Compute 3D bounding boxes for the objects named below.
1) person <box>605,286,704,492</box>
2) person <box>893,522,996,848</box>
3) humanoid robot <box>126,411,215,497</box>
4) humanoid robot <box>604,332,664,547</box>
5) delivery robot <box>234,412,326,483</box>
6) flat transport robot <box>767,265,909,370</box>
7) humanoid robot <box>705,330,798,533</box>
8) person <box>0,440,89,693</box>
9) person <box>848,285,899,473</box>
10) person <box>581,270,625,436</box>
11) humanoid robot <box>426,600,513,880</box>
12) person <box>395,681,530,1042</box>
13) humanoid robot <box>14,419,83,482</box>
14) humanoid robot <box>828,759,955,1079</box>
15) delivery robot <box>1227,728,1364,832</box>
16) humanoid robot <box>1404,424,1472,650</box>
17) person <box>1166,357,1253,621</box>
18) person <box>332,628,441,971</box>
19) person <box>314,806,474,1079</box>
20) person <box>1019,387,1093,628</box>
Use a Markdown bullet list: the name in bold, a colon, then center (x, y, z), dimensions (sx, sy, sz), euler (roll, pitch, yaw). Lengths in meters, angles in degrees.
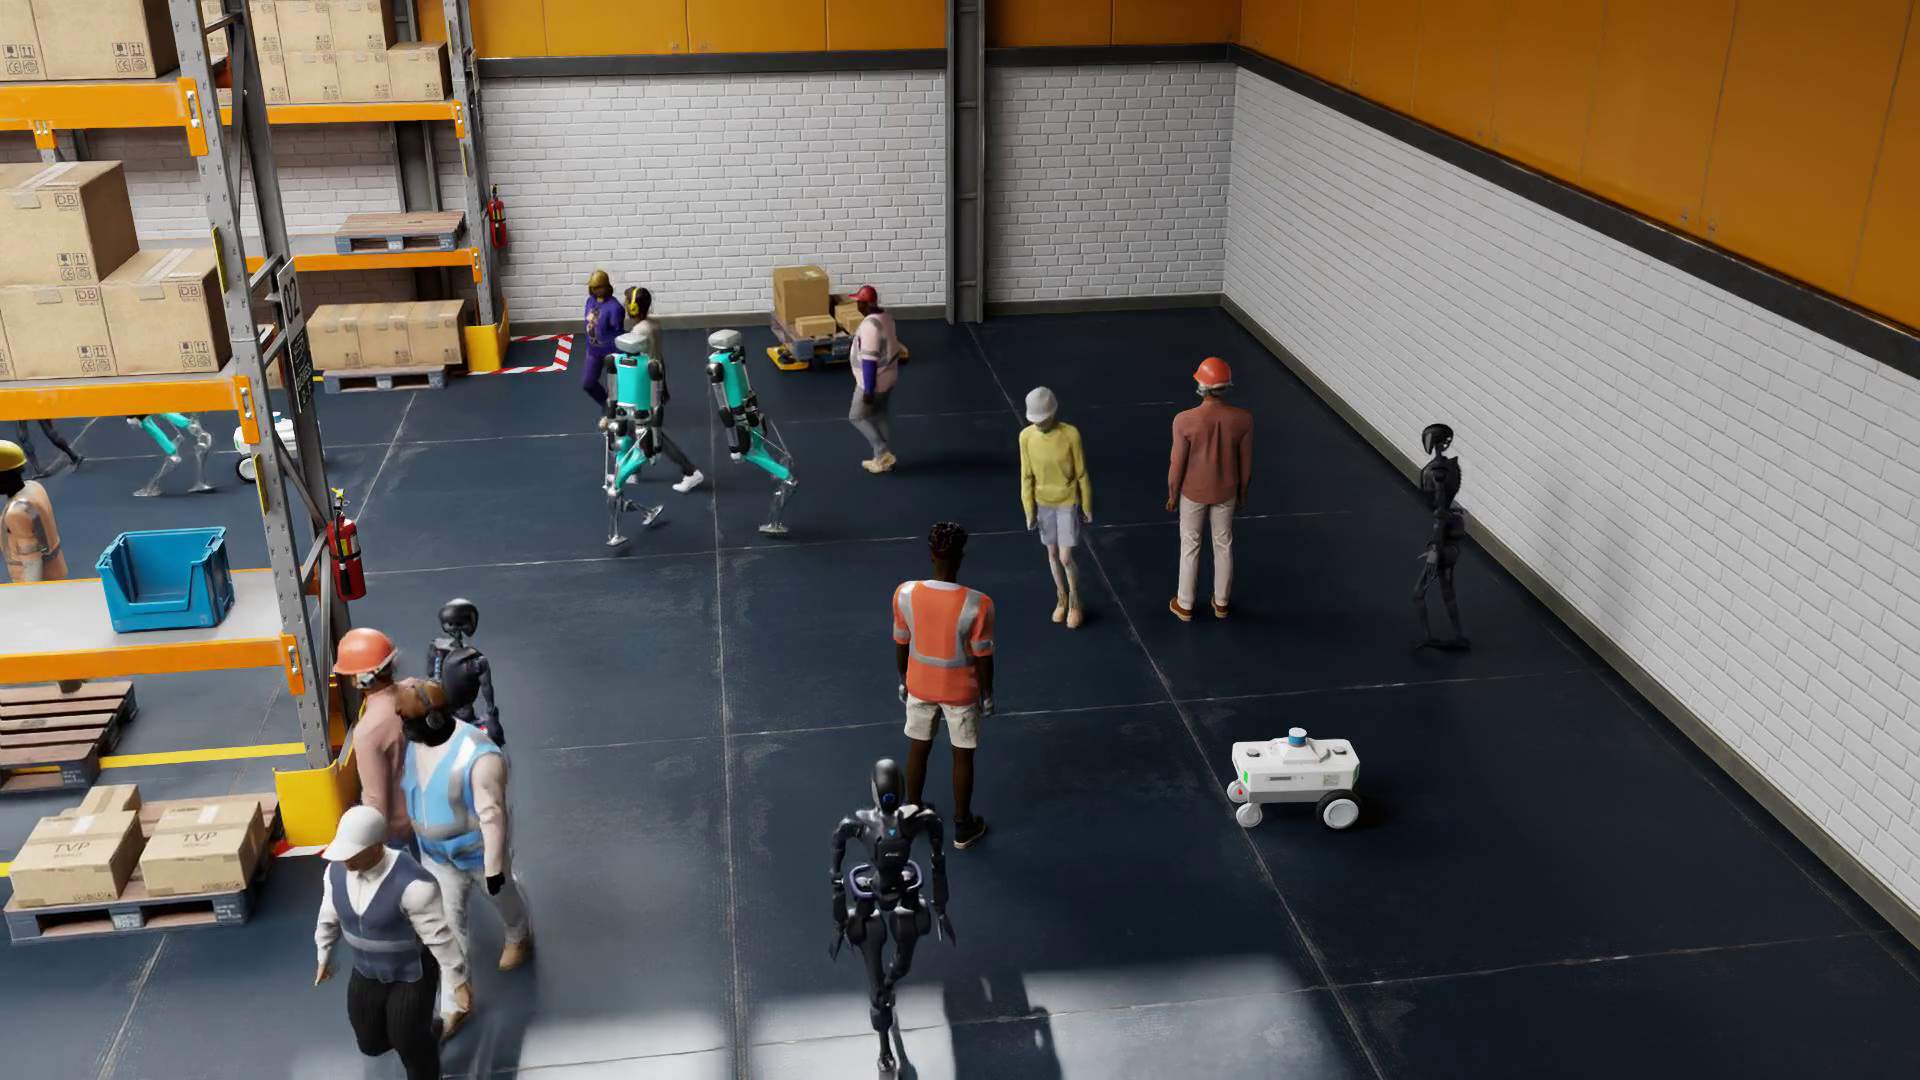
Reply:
- **person**: center (-2.695, -1.299, 14.416), dimensions (0.914, 1.831, 0.510), euler (3, 24, 7)
- **person**: center (-0.084, 0.819, 9.440), dimensions (0.601, 1.955, 0.382), euler (9, 25, 20)
- **humanoid robot**: center (-6.794, -1.160, 14.248), dimensions (0.885, 1.779, 0.554), euler (2, 24, 5)
- **humanoid robot**: center (-2.701, -0.731, 13.282), dimensions (0.531, 1.745, 1.047), euler (11, 26, 23)
- **delivery robot**: center (-6.151, -0.848, 14.989), dimensions (0.808, 0.607, 0.499), euler (-7, 25, -15)
- **flat transport robot**: center (-1.340, -2.091, 18.161), dimensions (1.431, 0.231, 0.659), euler (-8, 25, -17)
- **humanoid robot**: center (-1.577, -0.779, 13.442), dimensions (0.842, 1.821, 0.541), euler (7, 25, 16)
- **person**: center (-5.964, 0.267, 10.728), dimensions (0.370, 1.925, 0.594), euler (-8, 25, -17)
- **person**: center (-0.766, -1.421, 14.818), dimensions (0.433, 1.737, 0.630), euler (8, 25, 19)
- **person**: center (-3.363, -1.766, 15.732), dimensions (0.481, 1.611, 0.374), euler (14, 27, 29)
- **humanoid robot**: center (-2.709, 1.083, 9.211), dimensions (0.608, 1.627, 0.706), euler (16, 28, 32)
- **person**: center (-2.433, 1.481, 8.153), dimensions (0.636, 1.788, 0.903), euler (8, 25, 17)
- **humanoid robot**: center (-8.250, -1.339, 14.758), dimensions (0.645, 1.637, 0.603), euler (14, 27, 29)
- **humanoid robot**: center (-0.344, 1.705, 7.836), dimensions (0.599, 1.645, 0.761), euler (-5, 24, -12)
- **delivery robot**: center (2.006, 1.405, 9.864), dimensions (0.803, 0.614, 0.499), euler (-1, 24, -3)
- **humanoid robot**: center (3.422, -0.003, 11.671), dimensions (0.514, 1.629, 0.612), euler (7, 25, 15)
- **person**: center (1.799, -0.362, 12.076), dimensions (0.621, 1.994, 0.379), euler (-4, 24, -9)
- **person**: center (-2.840, 1.324, 8.255), dimensions (0.639, 1.968, 0.647), euler (6, 24, 13)
- **person**: center (-2.467, 1.871, 7.310), dimensions (0.760, 1.740, 0.578), euler (7, 25, 16)
- **person**: center (0.679, -0.245, 11.998), dimensions (0.526, 1.842, 0.528), euler (9, 25, 19)
